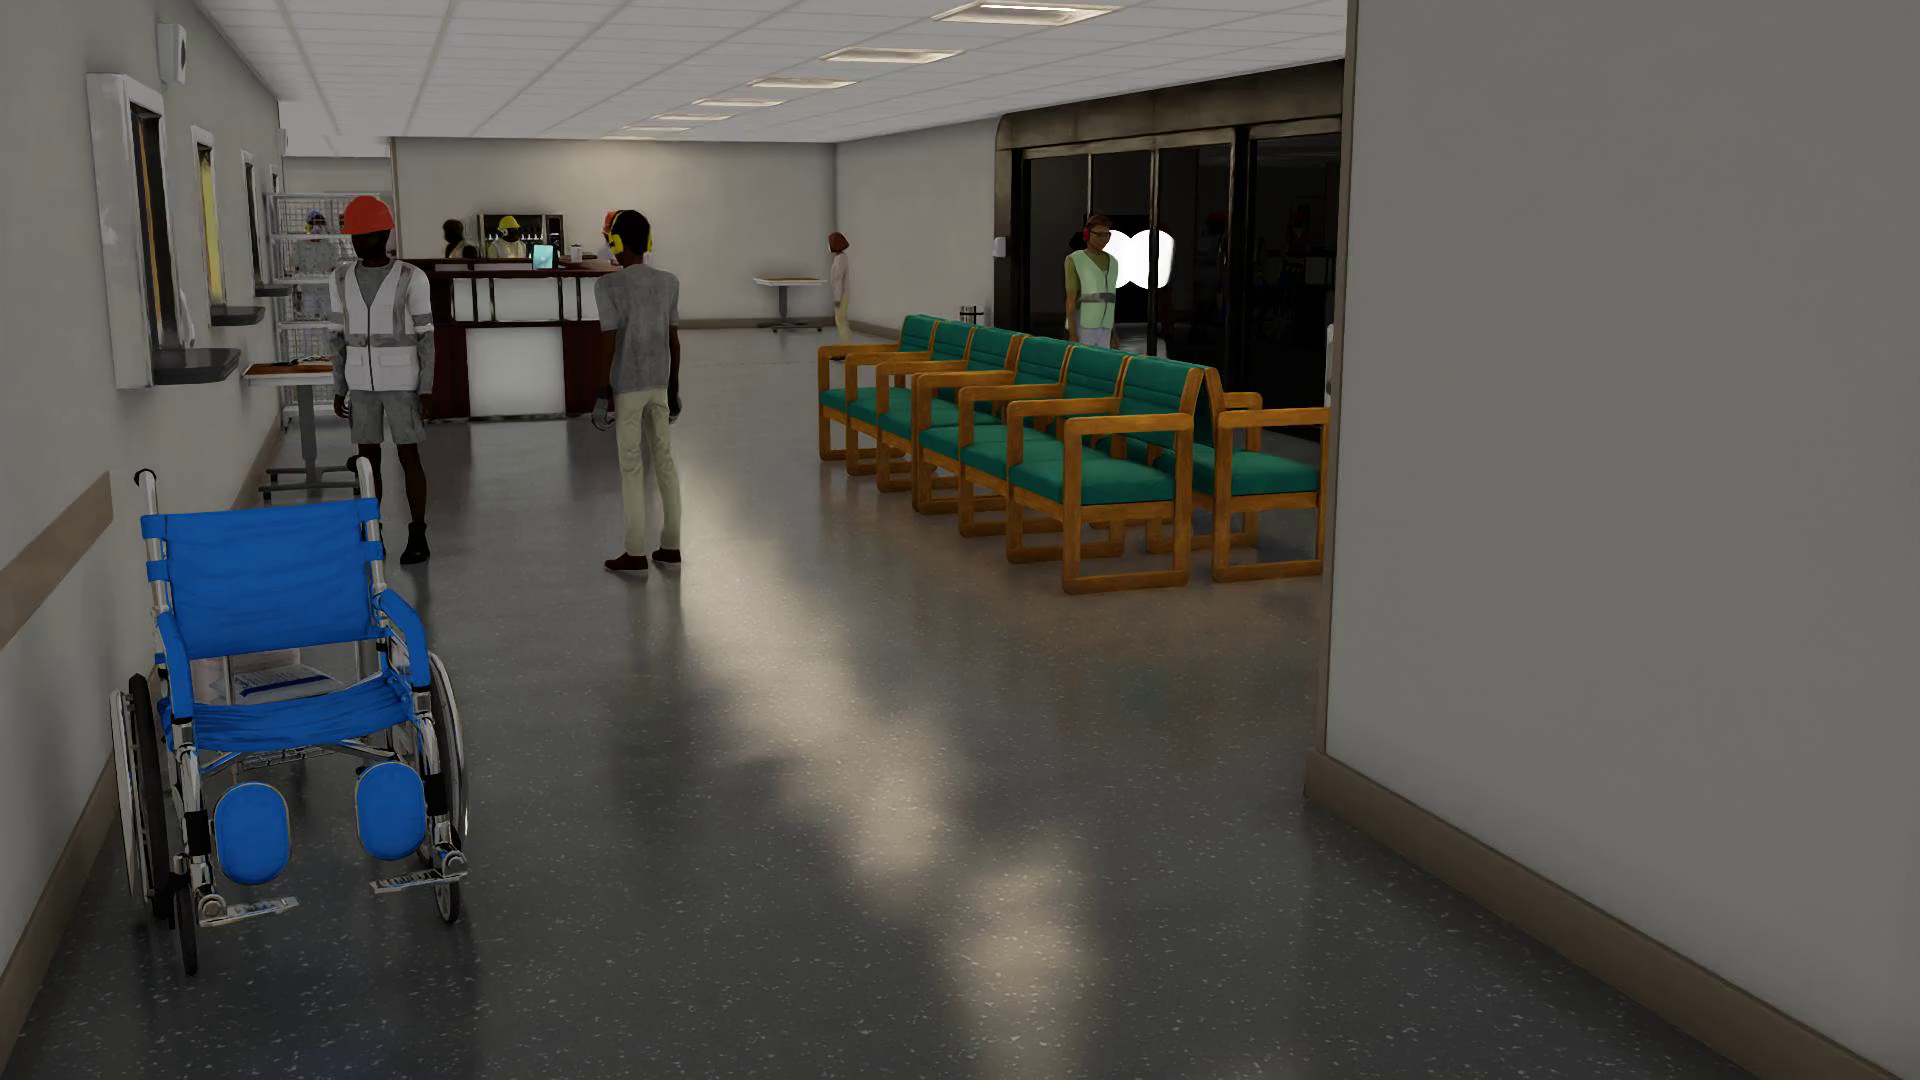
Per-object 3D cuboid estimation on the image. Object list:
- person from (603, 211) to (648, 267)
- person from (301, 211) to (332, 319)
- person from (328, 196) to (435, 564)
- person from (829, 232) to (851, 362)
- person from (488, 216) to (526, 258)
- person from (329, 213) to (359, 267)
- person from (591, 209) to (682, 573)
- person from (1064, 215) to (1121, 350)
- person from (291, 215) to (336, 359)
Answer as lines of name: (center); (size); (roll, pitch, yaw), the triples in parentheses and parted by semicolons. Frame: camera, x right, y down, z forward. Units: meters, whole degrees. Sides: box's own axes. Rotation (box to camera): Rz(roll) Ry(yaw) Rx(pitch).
person: (-4.186, -3.202, 21.070); (0.583, 1.884, 0.592); (10, 15, 41)
person: (-11.347, -4.879, 29.643); (0.634, 1.901, 0.963); (3, 11, 16)
person: (-3.049, -0.826, 8.756); (0.551, 1.933, 0.373); (1, 11, 4)
person: (-1.533, -3.097, 21.217); (0.285, 1.627, 0.504); (0, 11, 2)
person: (-5.977, -3.390, 22.170); (0.404, 1.833, 0.600); (8, 14, 36)
person: (-9.598, -4.165, 26.048); (0.347, 1.878, 0.576); (5, 12, 23)
person: (-1.669, -0.758, 8.596); (0.515, 1.865, 0.329); (-11, 15, -44)
person: (1.035, -1.635, 13.157); (0.563, 1.838, 0.388); (-11, 15, -44)
person: (-7.379, -2.798, 19.090); (0.526, 1.854, 0.438); (-8, 14, -37)
